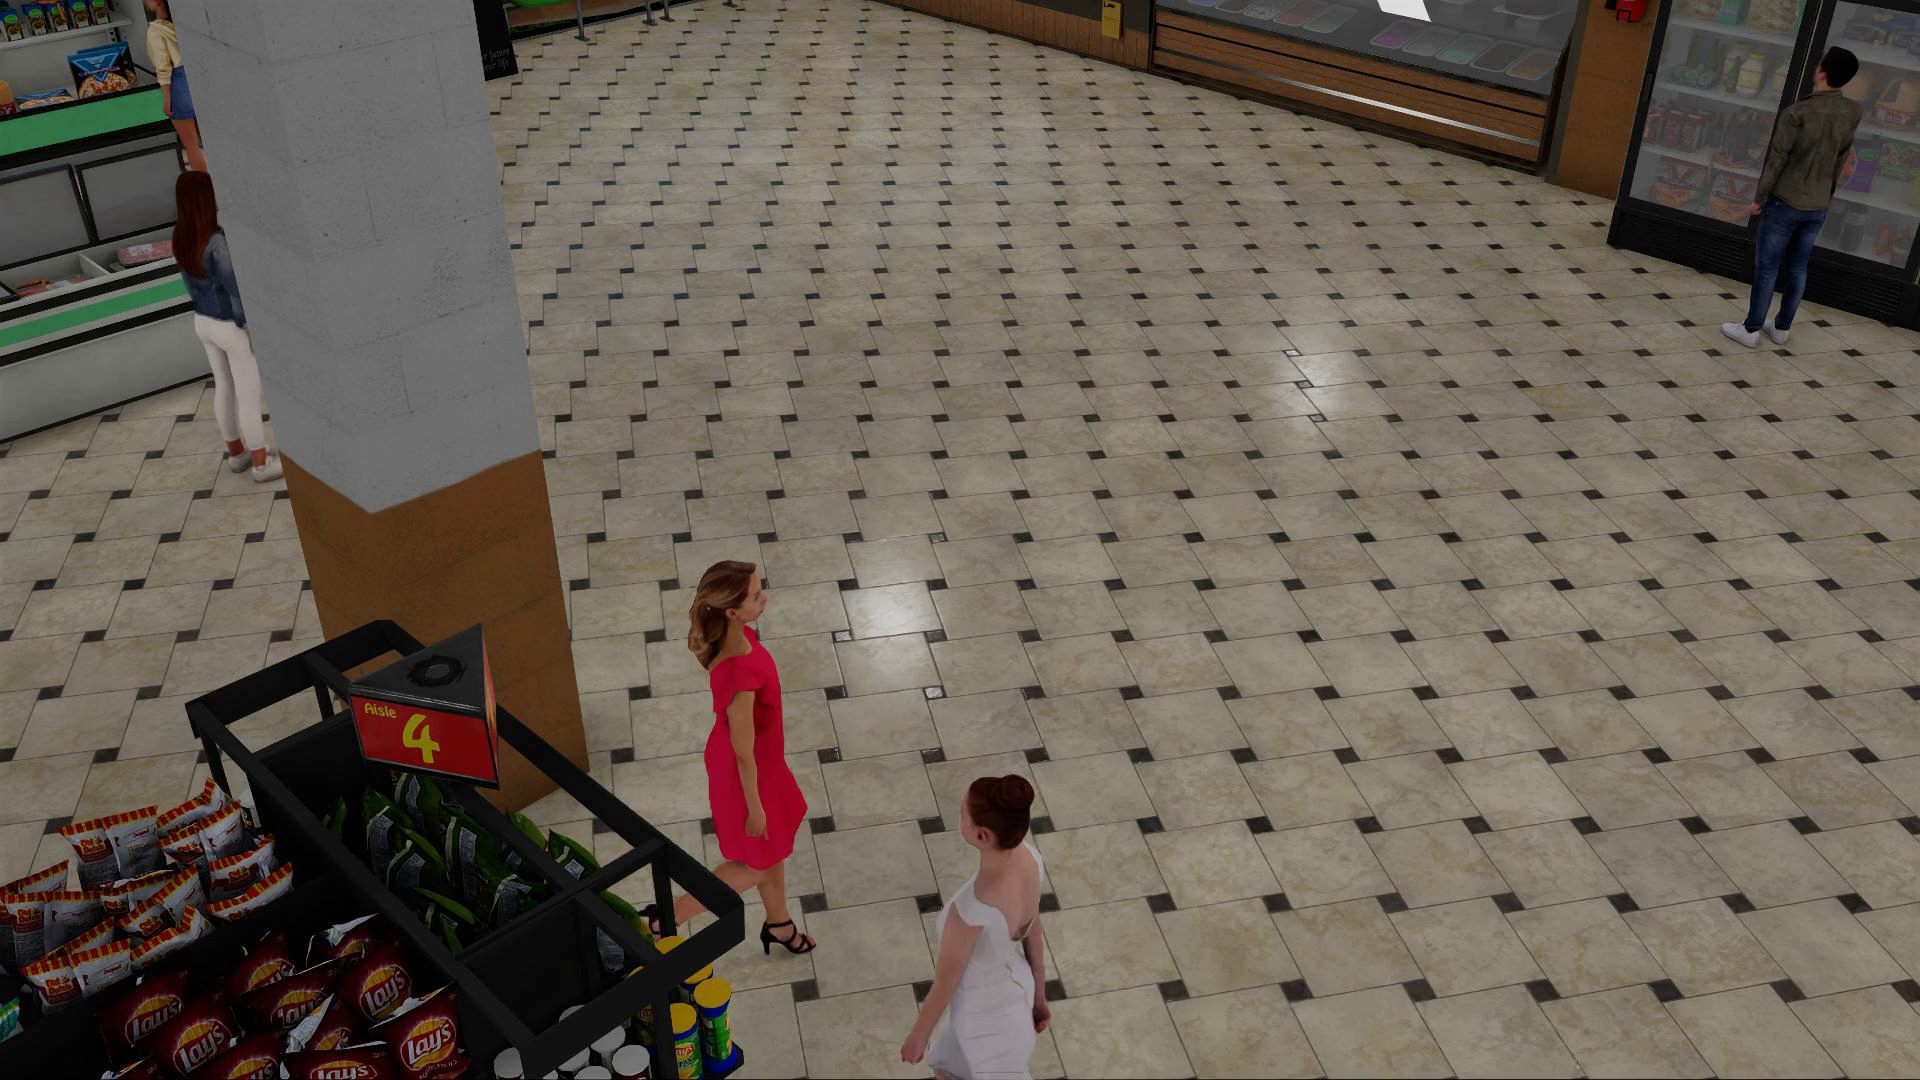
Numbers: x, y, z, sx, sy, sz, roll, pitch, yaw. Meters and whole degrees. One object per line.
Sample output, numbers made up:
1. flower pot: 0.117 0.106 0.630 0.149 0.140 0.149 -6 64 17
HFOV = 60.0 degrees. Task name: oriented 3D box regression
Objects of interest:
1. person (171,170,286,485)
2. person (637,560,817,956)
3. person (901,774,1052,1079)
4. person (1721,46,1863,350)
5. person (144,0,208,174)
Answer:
1. person: -3.883 -1.111 8.765 0.649 1.700 0.559 21 38 30
2. person: -0.816 0.814 5.664 0.968 1.707 0.841 -7 33 -11
3. person: 0.184 1.421 4.649 0.875 1.749 1.131 15 35 22
4. person: 5.109 -2.061 10.135 0.745 1.866 0.853 -6 32 -9
5. person: -5.798 -3.356 12.438 0.788 1.631 0.660 10 33 15
